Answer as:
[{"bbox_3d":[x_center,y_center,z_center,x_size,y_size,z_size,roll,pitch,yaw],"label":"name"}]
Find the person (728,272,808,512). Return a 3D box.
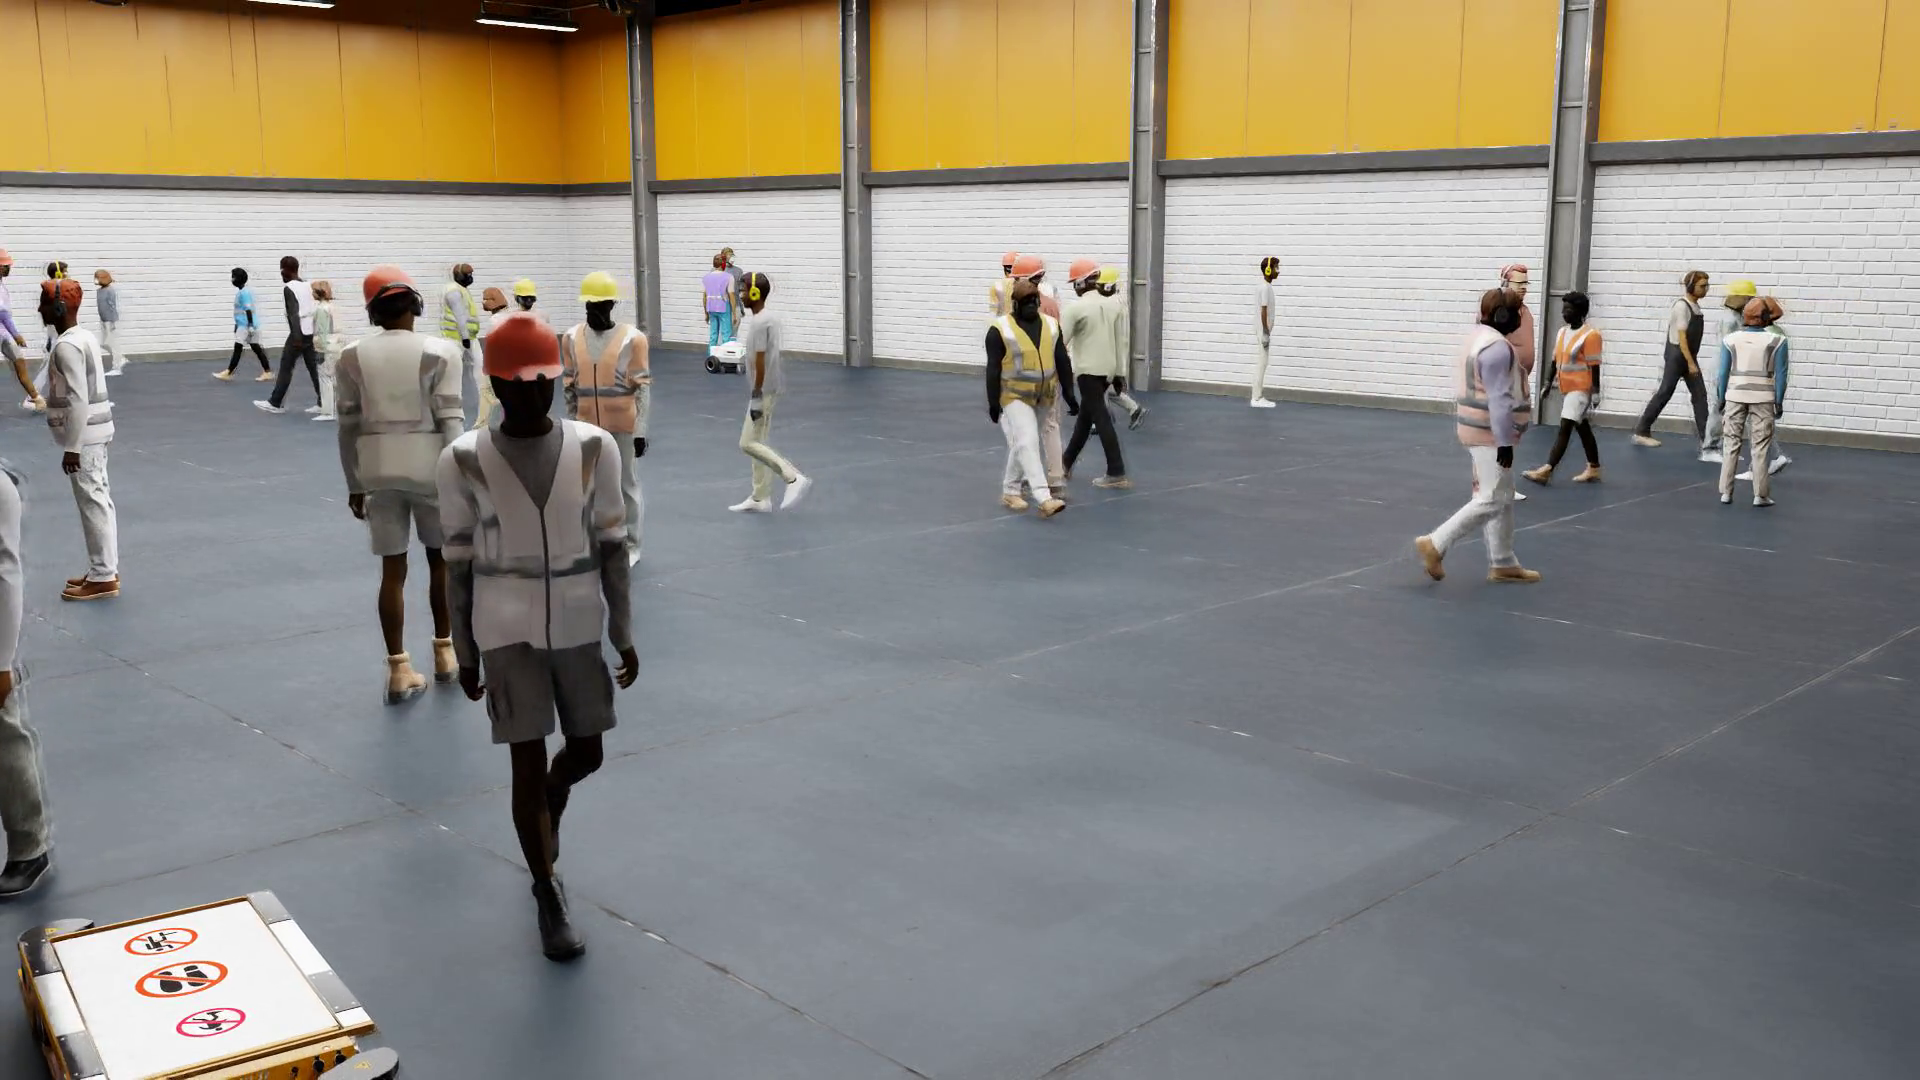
[{"bbox_3d":[-1.499,-1.115,12.719,0.514,1.856,0.553,0,10,-2],"label":"person"}]

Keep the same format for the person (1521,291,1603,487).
[{"bbox_3d":[5.166,-1.278,14.148,0.865,1.646,0.555,-2,11,-9],"label":"person"}]

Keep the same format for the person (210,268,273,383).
[{"bbox_3d":[-10.417,-3.093,24.058,0.868,1.648,0.552,-5,11,-25],"label":"person"}]

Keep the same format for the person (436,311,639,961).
[{"bbox_3d":[-1.293,0.258,5.090,0.560,1.921,0.747,-5,11,-24],"label":"person"}]

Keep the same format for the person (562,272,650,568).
[{"bbox_3d":[-2.261,-0.717,10.438,0.636,1.896,0.809,2,11,12],"label":"person"}]

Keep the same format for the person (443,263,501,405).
[{"bbox_3d":[-6.287,-2.562,20.788,0.939,1.801,0.613,0,10,2],"label":"person"}]

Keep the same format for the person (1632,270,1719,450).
[{"bbox_3d":[7.182,-1.778,16.545,0.501,1.796,0.964,-9,14,-40],"label":"person"}]

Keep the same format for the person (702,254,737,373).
[{"bbox_3d":[-3.730,-3.505,25.787,0.564,1.847,0.396,5,11,24],"label":"person"}]

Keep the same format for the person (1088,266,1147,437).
[{"bbox_3d":[1.620,-1.986,17.608,0.646,1.811,0.595,0,10,2],"label":"person"}]

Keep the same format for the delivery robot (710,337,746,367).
[{"bbox_3d":[-3.514,-2.887,25.685,0.707,0.478,0.477,7,13,34],"label":"delivery robot"}]

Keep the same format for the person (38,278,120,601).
[{"bbox_3d":[-5.176,-0.587,9.779,0.360,1.882,0.575,-4,11,-19],"label":"person"}]

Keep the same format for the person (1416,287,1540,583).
[{"bbox_3d":[3.195,-0.618,10.102,0.722,1.824,0.653,2,11,11],"label":"person"}]

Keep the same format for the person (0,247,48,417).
[{"bbox_3d":[-11.124,-2.416,19.452,1.057,1.980,0.615,-4,11,-21],"label":"person"}]

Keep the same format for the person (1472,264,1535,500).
[{"bbox_3d":[4.370,-1.241,13.282,0.648,1.904,0.401,-9,14,-42],"label":"person"}]

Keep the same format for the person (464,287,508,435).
[{"bbox_3d":[-4.848,-1.875,17.620,0.864,1.596,0.497,0,10,2],"label":"person"}]

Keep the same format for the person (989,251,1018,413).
[{"bbox_3d":[0.606,-2.489,19.997,0.552,1.935,0.366,-2,11,-13],"label":"person"}]

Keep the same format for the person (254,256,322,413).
[{"bbox_3d":[-8.033,-2.446,19.933,0.947,1.872,0.606,1,10,3],"label":"person"}]

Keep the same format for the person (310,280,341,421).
[{"bbox_3d":[-7.237,-2.168,19.117,0.441,1.625,0.517,-1,10,-8],"label":"person"}]

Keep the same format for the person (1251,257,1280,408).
[{"bbox_3d":[3.809,-2.587,20.731,0.311,1.865,0.533,2,11,9],"label":"person"}]

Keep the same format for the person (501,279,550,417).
[{"bbox_3d":[-4.279,-1.711,16.381,0.527,1.711,0.942,-7,12,-33],"label":"person"}]

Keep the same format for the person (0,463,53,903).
[{"bbox_3d":[-3.152,0.329,5.031,0.637,1.783,0.917,0,10,2],"label":"person"}]

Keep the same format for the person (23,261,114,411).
[{"bbox_3d":[-10.978,-2.473,20.263,0.993,1.826,0.507,-6,12,-28],"label":"person"}]

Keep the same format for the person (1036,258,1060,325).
[{"bbox_3d":[0.862,-2.283,19.032,0.615,1.876,0.397,-6,12,-31],"label":"person"}]

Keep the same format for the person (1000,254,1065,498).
[{"bbox_3d":[0.592,-1.317,13.514,0.600,1.974,0.606,9,14,41],"label":"person"}]

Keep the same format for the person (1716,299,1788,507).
[{"bbox_3d":[6.238,-1.079,13.134,0.514,1.636,0.315,9,14,39],"label":"person"}]

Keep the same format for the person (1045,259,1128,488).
[{"bbox_3d":[1.074,-1.430,14.251,0.632,1.922,1.047,-10,14,-43],"label":"person"}]

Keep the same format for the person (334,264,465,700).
[{"bbox_3d":[-2.600,-0.278,7.771,0.624,1.991,0.752,-1,10,-3],"label":"person"}]

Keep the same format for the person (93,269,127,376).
[{"bbox_3d":[-12.977,-3.314,25.354,0.501,1.624,0.379,8,13,36],"label":"person"}]

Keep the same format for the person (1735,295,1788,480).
[{"bbox_3d":[6.957,-1.312,14.461,0.502,1.617,0.354,-9,14,-41],"label":"person"}]

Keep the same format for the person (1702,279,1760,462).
[{"bbox_3d":[7.235,-1.571,15.583,0.492,1.725,0.471,-10,14,-42],"label":"person"}]

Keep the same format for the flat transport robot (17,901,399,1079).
[{"bbox_3d":[-1.950,1.235,4.241,0.652,0.197,1.431,-7,13,-35],"label":"flat transport robot"}]

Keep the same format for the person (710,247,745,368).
[{"bbox_3d":[-3.746,-3.753,26.886,0.634,1.940,0.367,-10,14,-42],"label":"person"}]

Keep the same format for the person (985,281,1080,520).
[{"bbox_3d":[0.549,-1.064,12.641,0.629,1.778,1.007,-6,12,-32],"label":"person"}]
